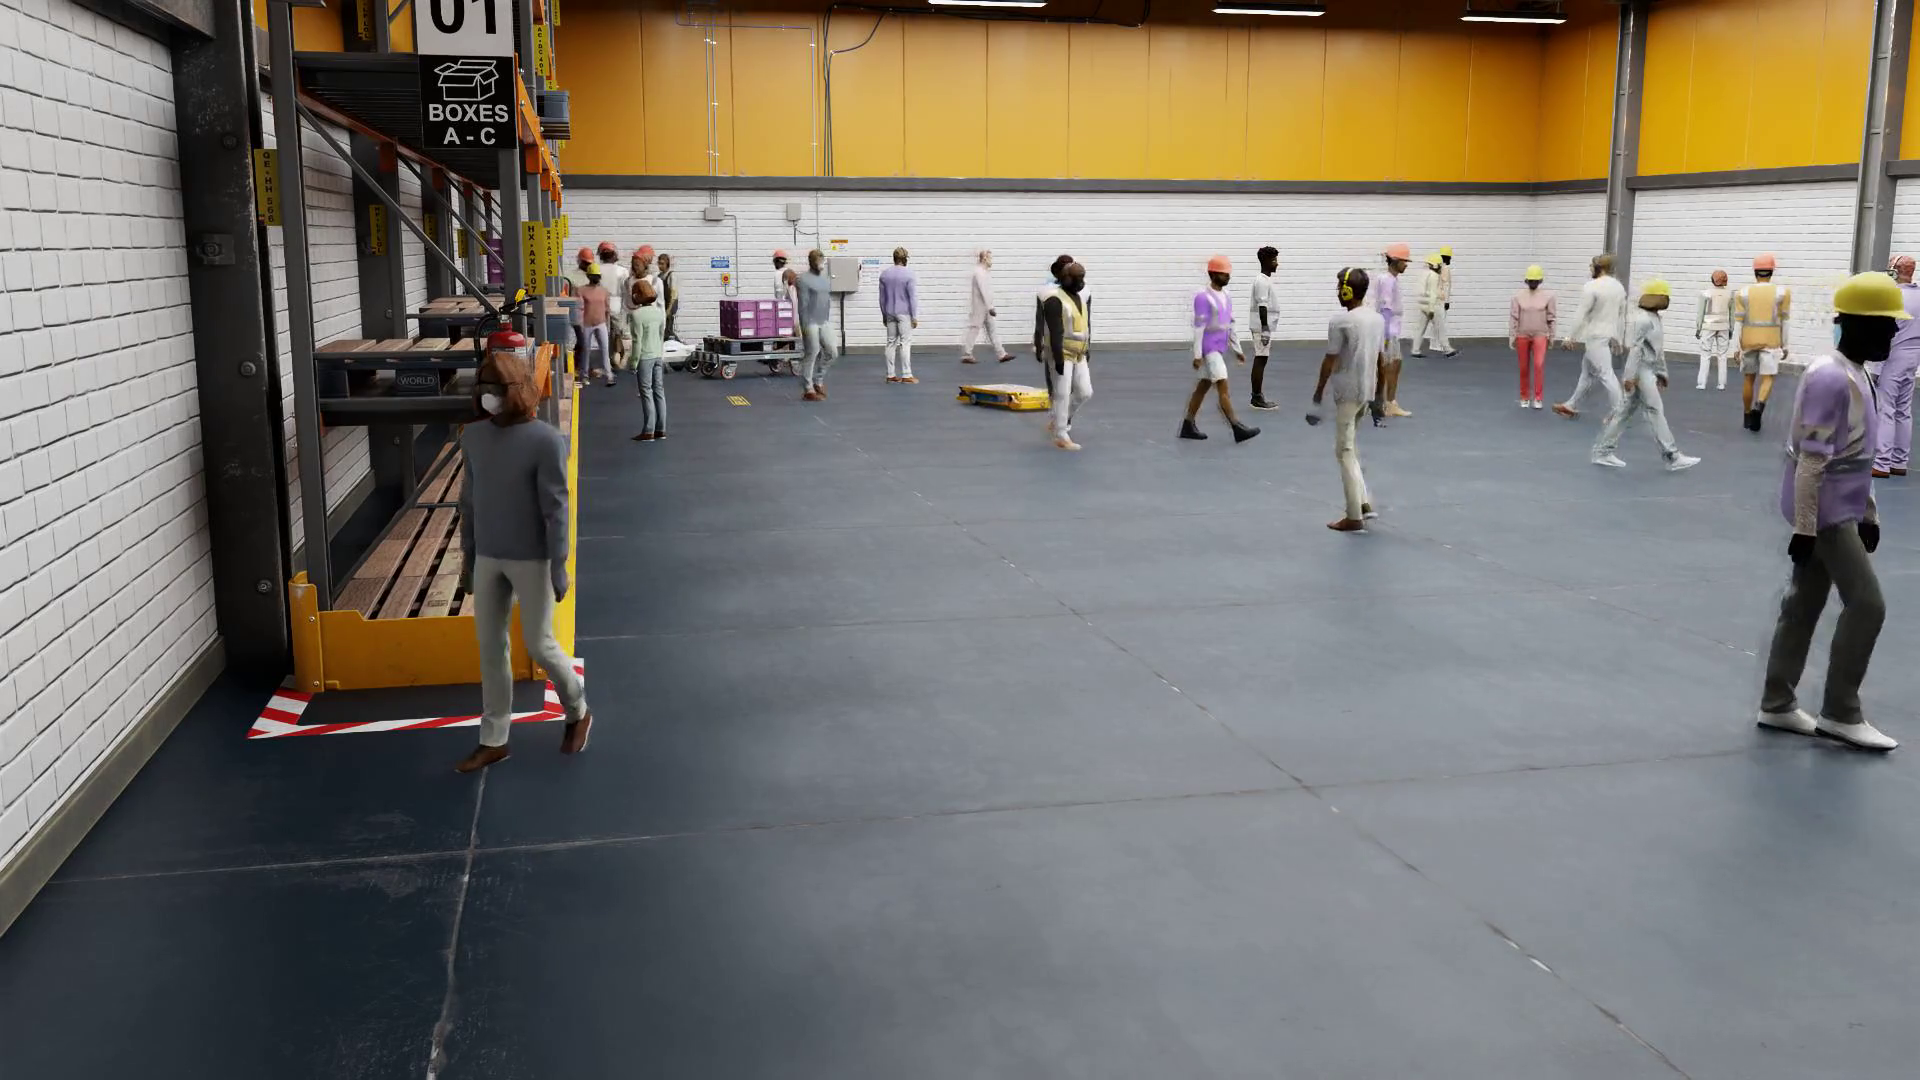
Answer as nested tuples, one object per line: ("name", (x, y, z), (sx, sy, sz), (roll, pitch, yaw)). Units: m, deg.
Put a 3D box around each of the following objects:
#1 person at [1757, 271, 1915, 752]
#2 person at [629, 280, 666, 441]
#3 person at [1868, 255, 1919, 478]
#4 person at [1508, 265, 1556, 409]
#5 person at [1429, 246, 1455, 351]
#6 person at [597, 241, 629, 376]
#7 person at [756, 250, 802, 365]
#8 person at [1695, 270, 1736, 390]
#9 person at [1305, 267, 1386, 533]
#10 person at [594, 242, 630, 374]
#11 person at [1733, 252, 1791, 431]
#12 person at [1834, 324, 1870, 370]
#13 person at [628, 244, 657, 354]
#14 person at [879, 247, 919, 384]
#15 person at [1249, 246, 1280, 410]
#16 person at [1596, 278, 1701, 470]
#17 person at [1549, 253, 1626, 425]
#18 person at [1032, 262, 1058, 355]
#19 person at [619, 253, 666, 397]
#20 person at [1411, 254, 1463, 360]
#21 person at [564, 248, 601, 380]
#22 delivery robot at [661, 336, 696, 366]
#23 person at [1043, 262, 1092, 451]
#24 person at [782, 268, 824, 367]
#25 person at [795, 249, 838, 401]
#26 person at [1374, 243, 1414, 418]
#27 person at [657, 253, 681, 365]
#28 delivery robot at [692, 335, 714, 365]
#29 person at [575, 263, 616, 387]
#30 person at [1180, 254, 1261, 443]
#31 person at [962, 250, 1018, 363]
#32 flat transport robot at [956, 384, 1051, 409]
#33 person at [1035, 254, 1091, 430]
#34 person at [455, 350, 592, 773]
("person", (3.600, -0.108, 6.659), (0.682, 1.903, 0.621), (7, 12, 34))
("person", (-3.181, -1.820, 16.921), (0.289, 1.632, 0.497), (5, 11, 24))
("person", (8.003, -1.486, 14.310), (0.655, 1.906, 0.407), (-6, 12, -31))
("person", (6.862, -2.421, 19.985), (0.538, 1.722, 0.799), (5, 11, 24))
("person", (8.869, -4.435, 30.594), (0.369, 1.925, 0.594), (-1, 10, -6))
("person", (-5.201, -3.414, 24.702), (0.610, 2.013, 0.511), (-1, 10, -7))
("person", (-2.935, -3.786, 27.169), (0.967, 1.872, 0.557), (5, 11, 27))
("person", (10.291, -2.852, 22.654), (0.509, 1.629, 0.314), (1, 10, 5))
("person", (2.699, -0.968, 11.598), (0.518, 1.850, 0.432), (-9, 13, -40))
("person", (-5.380, -3.571, 25.494), (0.822, 2.000, 0.695), (-10, 14, -43))
("person", (8.534, -2.110, 17.762), (0.546, 1.912, 0.862), (7, 12, 32))
("person", (8.323, -1.555, 15.558), (0.539, 1.592, 0.868), (-2, 11, -13))
("person", (-5.155, -3.804, 26.994), (0.562, 1.972, 0.616), (-9, 14, -41))
("person", (-0.861, -3.173, 23.574), (0.629, 1.939, 0.371), (7, 12, 35))
("person", (3.673, -2.557, 20.077), (0.367, 1.966, 0.603), (1, 10, 7))
("person", (6.154, -1.471, 14.798), (0.915, 1.684, 0.502), (7, 12, 33))
("person", (7.089, -2.232, 18.529), (0.648, 1.886, 1.049), (-8, 13, -38))
("person", (1.672, -4.099, 29.515), (0.874, 1.641, 0.541), (-3, 11, -15))
("person", (-4.128, -2.776, 21.560), (0.593, 1.869, 0.430), (2, 10, 10))
("person", (8.119, -3.953, 28.283), (0.890, 1.788, 0.626), (-1, 10, -4))
("person", (-5.603, -3.344, 24.568), (0.651, 1.928, 1.022), (-9, 14, -41))
("delivery robot", (-4.425, -2.886, 25.554), (0.707, 0.478, 0.477), (-9, 13, -41))
("person", (1.037, -1.775, 16.142), (0.431, 1.824, 0.625), (8, 13, 36))
("person", (-2.576, -3.537, 26.598), (0.756, 1.582, 0.536), (1, 10, 6))
("person", (-1.820, -2.707, 21.036), (0.450, 1.926, 0.646), (7, 12, 34))
("person", (4.802, -2.390, 19.057), (0.767, 2.012, 0.658), (3, 11, 19))
("person", (-4.685, -3.725, 26.961), (0.532, 1.823, 0.526), (-10, 14, -43))
("delivery robot", (-3.896, -2.977, 26.062), (0.477, 0.478, 0.707), (6, 12, 30))
("person", (-5.117, -3.000, 23.237), (0.524, 1.717, 0.924), (-6, 12, -28))
("person", (2.631, -1.925, 16.785), (0.985, 1.882, 0.566), (7, 13, 35))
("person", (0.476, -3.831, 27.443), (0.946, 1.862, 0.644), (2, 10, 11))
("flat transport robot", (0.604, -1.770, 20.417), (0.652, 0.197, 1.431), (-6, 12, -32))
("person", (1.092, -2.074, 17.618), (0.591, 1.895, 0.778), (0, 10, -1))
("person", (-1.719, 0.081, 6.448), (0.510, 1.640, 0.477), (5, 11, 25))
